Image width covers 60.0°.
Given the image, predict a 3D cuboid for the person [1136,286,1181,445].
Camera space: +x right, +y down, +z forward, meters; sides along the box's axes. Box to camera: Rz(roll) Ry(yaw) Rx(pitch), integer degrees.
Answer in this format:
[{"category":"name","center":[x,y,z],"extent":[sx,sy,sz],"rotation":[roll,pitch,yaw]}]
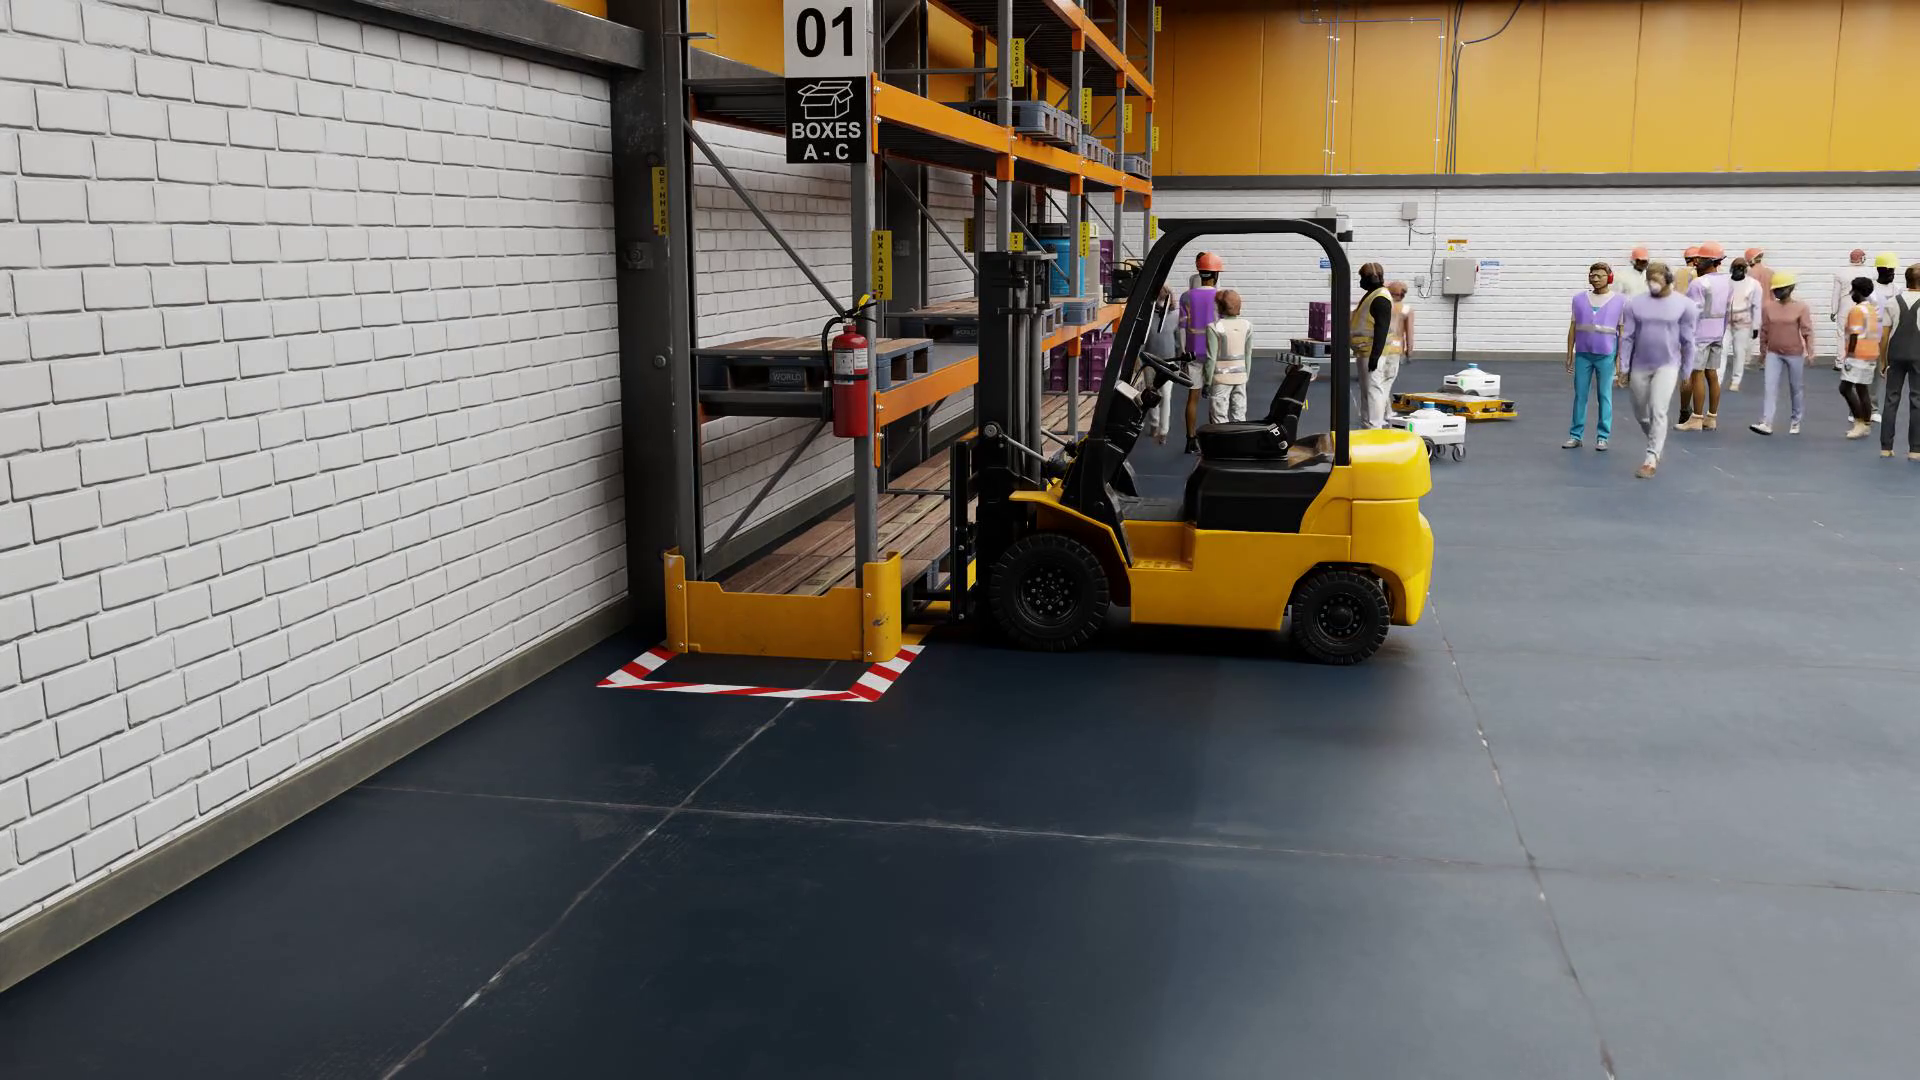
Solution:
[{"category":"person","center":[2.059,-1.808,17.090],"extent":[0.497,1.595,0.853],"rotation":[2,11,11]}]

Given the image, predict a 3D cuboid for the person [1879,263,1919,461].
[{"category":"person","center":[8.906,-1.664,15.616],"extent":[0.506,1.843,0.349],"rotation":[10,14,44]}]

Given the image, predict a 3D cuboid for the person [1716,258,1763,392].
[{"category":"person","center":[10.403,-2.877,22.359],"extent":[0.647,1.820,0.713],"rotation":[7,12,33]}]

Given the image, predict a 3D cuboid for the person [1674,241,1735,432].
[{"category":"person","center":[7.993,-2.177,17.866],"extent":[0.607,2.047,0.369],"rotation":[-6,12,-30]}]

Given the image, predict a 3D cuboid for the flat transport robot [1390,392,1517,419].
[{"category":"flat transport robot","center":[5.756,-1.580,19.463],"extent":[0.652,0.197,1.431],"rotation":[-5,12,-26]}]

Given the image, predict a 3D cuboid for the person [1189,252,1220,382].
[{"category":"person","center":[3.507,-3.230,24.136],"extent":[0.531,1.865,0.317],"rotation":[7,13,34]}]

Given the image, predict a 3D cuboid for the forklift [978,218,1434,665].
[{"category":"forklift","center":[1.285,-0.567,8.635],"extent":[2.313,2.155,1.214],"rotation":[2,11,11]}]

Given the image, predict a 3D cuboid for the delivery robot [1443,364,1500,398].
[{"category":"delivery robot","center":[6.196,-1.891,20.129],"extent":[0.707,0.478,0.477],"rotation":[-6,12,-30]}]

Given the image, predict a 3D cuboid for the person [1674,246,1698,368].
[{"category":"person","center":[11.579,-3.688,26.438],"extent":[0.349,1.942,0.545],"rotation":[-3,11,-17]}]

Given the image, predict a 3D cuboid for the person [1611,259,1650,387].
[{"category":"person","center":[9.558,-3.099,23.373],"extent":[1.034,1.874,0.643],"rotation":[-3,11,-18]}]

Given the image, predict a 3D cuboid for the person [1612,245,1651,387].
[{"category":"person","center":[9.313,-3.095,23.079],"extent":[0.638,1.974,0.593],"rotation":[-2,11,-11]}]

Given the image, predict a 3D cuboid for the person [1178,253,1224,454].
[{"category":"person","center":[2.379,-1.787,16.024],"extent":[0.551,1.936,0.357],"rotation":[5,12,27]}]

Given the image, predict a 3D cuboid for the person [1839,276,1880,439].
[{"category":"person","center":[9.376,-1.891,17.292],"extent":[0.572,1.680,0.391],"rotation":[-9,14,-42]}]

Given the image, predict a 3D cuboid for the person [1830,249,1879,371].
[{"category":"person","center":[13.935,-3.578,25.941],"extent":[0.640,1.904,0.401],"rotation":[5,11,23]}]

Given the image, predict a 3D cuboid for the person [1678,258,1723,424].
[{"category":"person","center":[8.192,-2.219,18.424],"extent":[0.372,1.928,0.543],"rotation":[6,12,28]}]

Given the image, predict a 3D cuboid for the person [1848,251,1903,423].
[{"category":"person","center":[10.303,-2.266,18.675],"extent":[0.588,1.928,0.384],"rotation":[-3,11,-15]}]

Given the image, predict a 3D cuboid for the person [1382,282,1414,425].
[{"category":"person","center":[4.819,-2.086,18.630],"extent":[0.531,1.584,0.812],"rotation":[9,14,41]}]

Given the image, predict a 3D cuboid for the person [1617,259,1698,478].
[{"category":"person","center":[6.168,-1.524,14.703],"extent":[0.621,1.907,0.887],"rotation":[8,13,37]}]

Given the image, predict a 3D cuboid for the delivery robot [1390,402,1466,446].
[{"category":"delivery robot","center":[4.356,-1.043,15.484],"extent":[0.707,0.478,0.477],"rotation":[-5,11,-26]}]

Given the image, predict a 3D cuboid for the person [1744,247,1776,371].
[{"category":"person","center":[12.484,-3.602,26.011],"extent":[0.651,1.940,0.919],"rotation":[0,10,-2]}]

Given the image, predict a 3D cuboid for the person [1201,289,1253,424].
[{"category":"person","center":[2.326,-1.356,14.484],"extent":[0.522,1.638,0.306],"rotation":[-7,12,-33]}]

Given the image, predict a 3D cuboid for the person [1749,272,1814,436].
[{"category":"person","center":[8.679,-1.948,17.495],"extent":[0.893,1.705,0.638],"rotation":[-9,13,-39]}]

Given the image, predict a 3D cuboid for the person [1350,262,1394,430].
[{"category":"person","center":[4.128,-1.874,16.778],"extent":[0.429,1.841,0.625],"rotation":[0,10,1]}]

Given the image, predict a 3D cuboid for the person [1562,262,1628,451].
[{"category":"person","center":[6.259,-1.803,16.364],"extent":[0.567,1.846,0.389],"rotation":[8,13,36]}]
